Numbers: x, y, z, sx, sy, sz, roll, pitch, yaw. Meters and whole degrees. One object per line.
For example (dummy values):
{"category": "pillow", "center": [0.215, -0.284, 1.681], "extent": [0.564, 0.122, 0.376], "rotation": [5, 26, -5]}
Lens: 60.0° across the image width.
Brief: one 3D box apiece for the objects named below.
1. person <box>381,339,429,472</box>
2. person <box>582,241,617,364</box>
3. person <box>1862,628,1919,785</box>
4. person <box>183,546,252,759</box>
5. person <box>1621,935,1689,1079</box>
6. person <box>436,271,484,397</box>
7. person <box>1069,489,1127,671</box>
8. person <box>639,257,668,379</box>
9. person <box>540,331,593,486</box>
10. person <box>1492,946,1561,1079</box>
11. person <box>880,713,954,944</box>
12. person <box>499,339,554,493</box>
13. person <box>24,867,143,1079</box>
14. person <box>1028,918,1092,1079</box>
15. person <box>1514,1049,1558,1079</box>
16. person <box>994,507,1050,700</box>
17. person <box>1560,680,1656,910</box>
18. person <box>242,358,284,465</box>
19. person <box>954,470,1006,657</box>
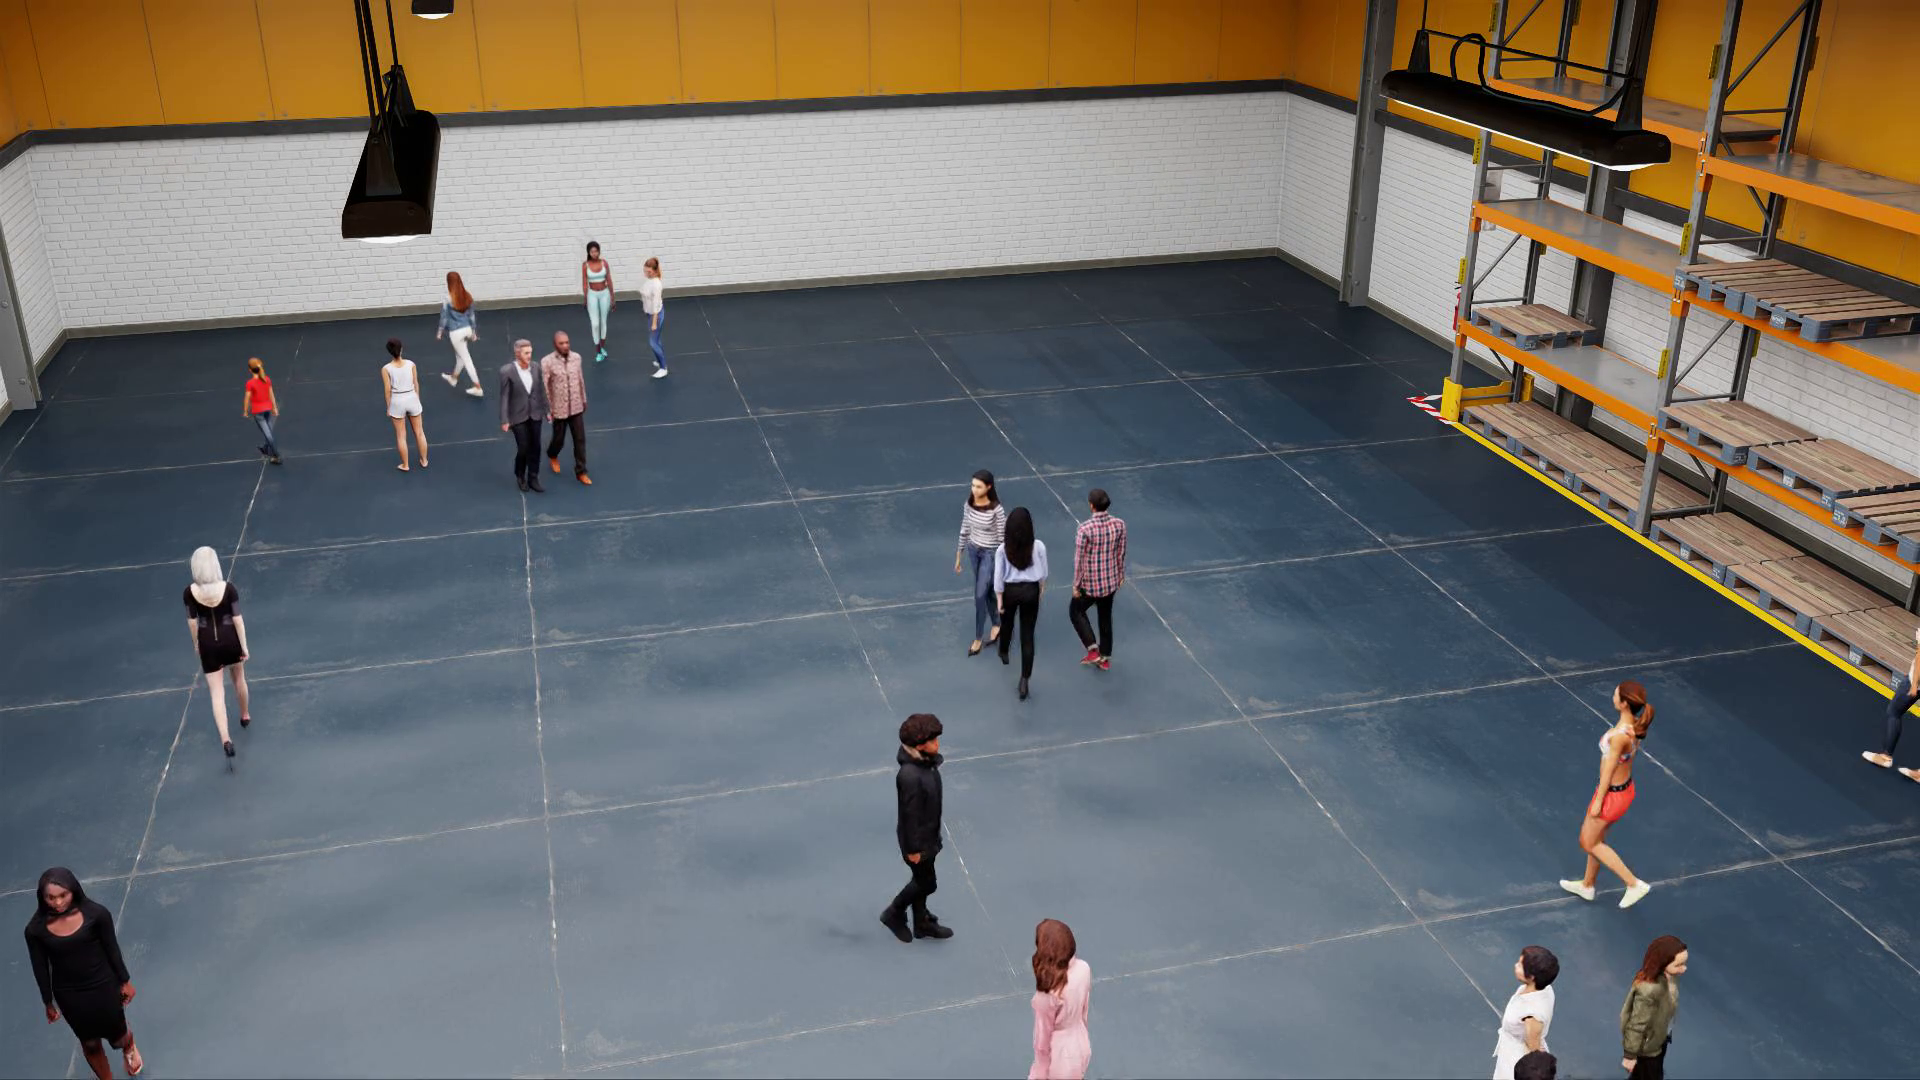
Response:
{"category": "person", "center": [-6.587, -1.623, 19.706], "extent": [0.623, 1.635, 0.603], "rotation": [-15, 28, -30]}
{"category": "person", "center": [-5.173, -3.442, 23.784], "extent": [0.624, 1.702, 0.885], "rotation": [-10, 25, -21]}
{"category": "person", "center": [7.776, 1.152, 13.192], "extent": [0.616, 1.769, 0.748], "rotation": [-7, 25, -16]}
{"category": "person", "center": [-6.080, 0.943, 13.638], "extent": [0.654, 1.794, 1.145], "rotation": [-9, 25, -20]}
{"category": "person", "center": [3.918, 2.874, 9.626], "extent": [0.780, 1.469, 0.757], "rotation": [18, 30, 36]}
{"category": "person", "center": [-6.588, -2.706, 22.151], "extent": [1.105, 1.662, 1.050], "rotation": [13, 27, 27]}
{"category": "person", "center": [1.269, 0.390, 14.955], "extent": [0.779, 1.752, 0.697], "rotation": [-11, 26, -23]}
{"category": "person", "center": [-4.197, -3.075, 22.945], "extent": [0.914, 1.701, 0.494], "rotation": [-3, 24, -7]}
{"category": "person", "center": [-4.623, -1.564, 19.381], "extent": [0.906, 1.788, 1.135], "rotation": [-16, 28, -32]}
{"category": "person", "center": [3.175, 2.942, 9.364], "extent": [0.705, 1.555, 0.626], "rotation": [10, 25, 21]}
{"category": "person", "center": [-0.347, 1.974, 11.310], "extent": [0.862, 1.770, 0.812], "rotation": [6, 24, 13]}
{"category": "person", "center": [-5.017, -1.431, 19.037], "extent": [0.866, 1.820, 0.882], "rotation": [20, 30, 38]}
{"category": "person", "center": [-5.174, 2.630, 9.881], "extent": [0.662, 1.711, 0.720], "rotation": [-8, 25, -18]}
{"category": "person", "center": [0.616, 2.909, 9.155], "extent": [1.032, 1.782, 0.910], "rotation": [19, 30, 37]}
{"category": "person", "center": [3.003, 3.295, 8.934], "extent": [0.567, 1.252, 0.430], "rotation": [-7, 25, -16]}
{"category": "person", "center": [0.549, 0.578, 14.577], "extent": [0.771, 1.711, 1.103], "rotation": [-3, 24, -6]}
{"category": "person", "center": [4.632, 1.828, 11.633], "extent": [0.969, 1.778, 0.869], "rotation": [18, 29, 35]}
{"category": "person", "center": [-8.306, -1.521, 19.905], "extent": [0.879, 1.290, 0.781], "rotation": [16, 28, 32]}
{"category": "person", "center": [0.283, 0.170, 15.440], "extent": [0.856, 1.767, 0.898], "rotation": [17, 29, 34]}
